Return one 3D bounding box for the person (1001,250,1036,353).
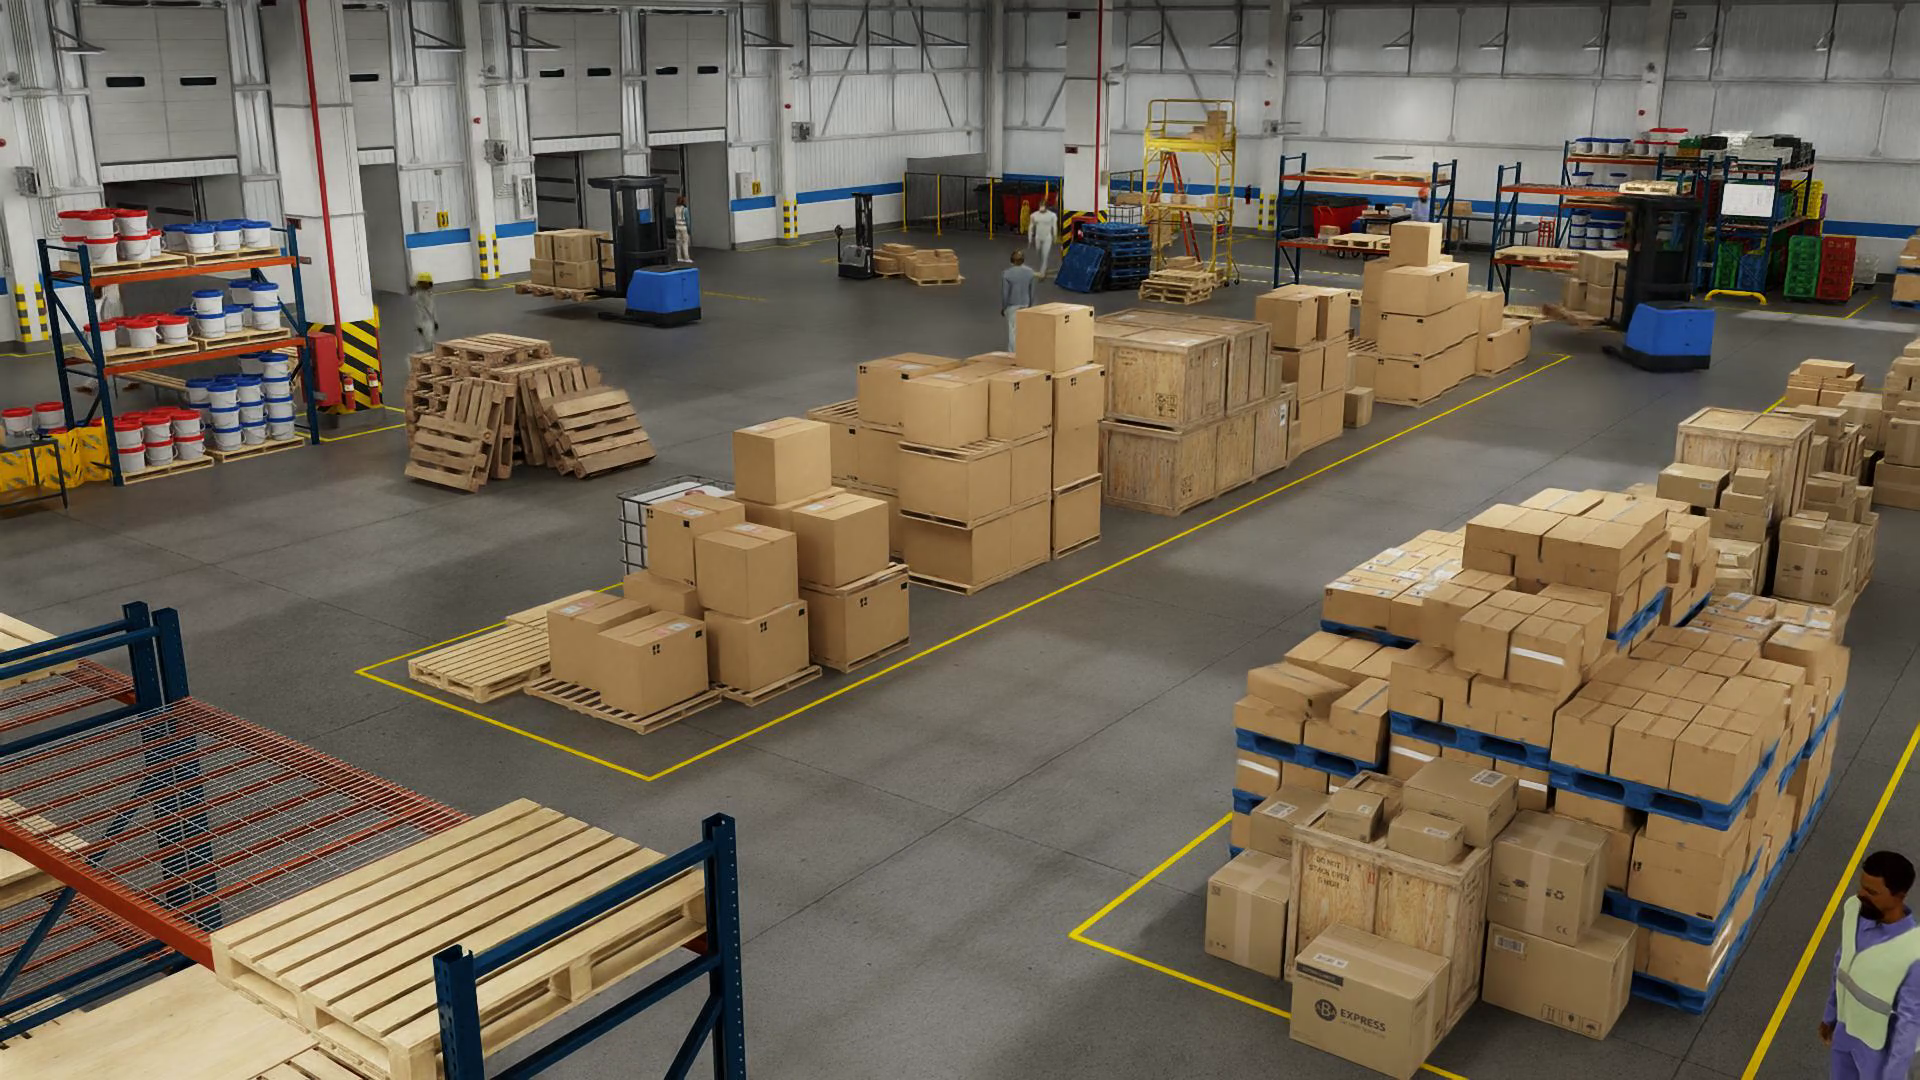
[{"bbox_3d":[0.992,-4.042,28.763,0.631,1.940,0.372,-7,18,-21],"label":"person"}]

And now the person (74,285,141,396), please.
[{"bbox_3d":[-13.447,-3.185,26.121,0.602,1.824,0.997,11,20,33],"label":"person"}]

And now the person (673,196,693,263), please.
[{"bbox_3d":[-6.948,-7.763,41.592,0.514,1.640,0.310,13,21,36],"label":"person"}]

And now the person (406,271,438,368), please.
[{"bbox_3d":[-8.936,-3.612,27.713,0.500,1.726,0.486,1,17,2],"label":"person"}]

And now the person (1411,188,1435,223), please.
[{"bbox_3d":[11.532,-7.838,41.431,0.593,1.895,0.870,6,18,20],"label":"person"}]

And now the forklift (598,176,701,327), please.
[{"bbox_3d":[-6.138,-5.705,32.666,1.873,2.768,1.129,12,21,35],"label":"forklift"}]

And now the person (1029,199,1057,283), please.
[{"bbox_3d":[1.923,-6.946,38.456,0.641,1.907,0.942,4,17,14],"label":"person"}]

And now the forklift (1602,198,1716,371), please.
[{"bbox_3d":[12.028,-4.398,28.339,1.129,2.768,1.873,-1,17,-3],"label":"forklift"}]

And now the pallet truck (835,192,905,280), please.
[{"bbox_3d":[-1.936,-7.159,38.982,1.885,1.965,0.823,-12,21,-34],"label":"pallet truck"}]

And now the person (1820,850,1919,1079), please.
[{"bbox_3d":[4.256,2.320,7.760,0.389,1.908,0.584,-1,17,-3],"label":"person"}]
